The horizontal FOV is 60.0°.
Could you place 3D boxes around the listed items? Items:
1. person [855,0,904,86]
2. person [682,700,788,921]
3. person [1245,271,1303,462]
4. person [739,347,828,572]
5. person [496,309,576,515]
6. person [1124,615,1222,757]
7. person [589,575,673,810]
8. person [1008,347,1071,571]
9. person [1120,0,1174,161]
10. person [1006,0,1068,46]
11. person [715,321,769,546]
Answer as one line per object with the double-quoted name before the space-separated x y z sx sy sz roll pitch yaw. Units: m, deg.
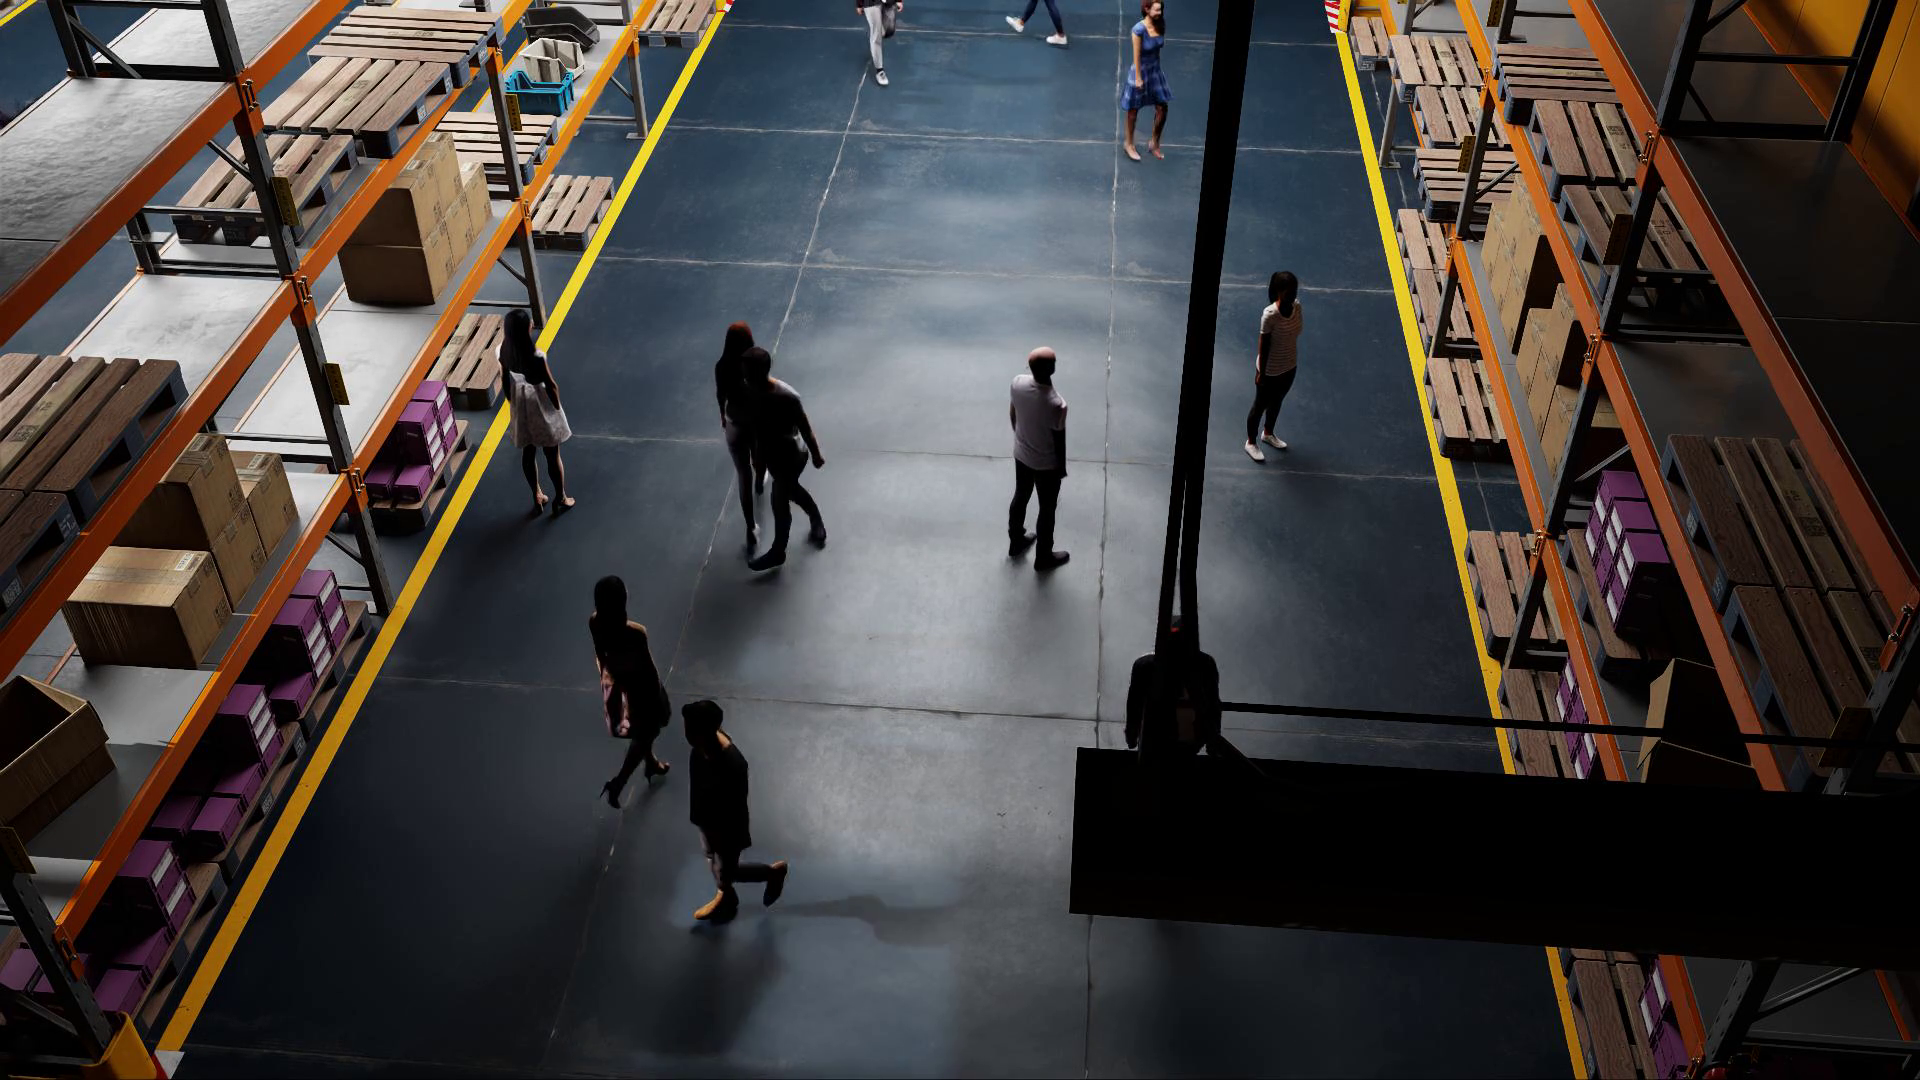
"person" -0.959 -6.284 19.148 0.977 1.929 1.176 -12 40 -14
"person" -1.311 1.533 9.542 0.929 1.702 0.889 -22 44 -25
"person" 2.516 -1.406 13.266 0.657 1.646 0.713 -26 46 -29
"person" -1.226 -0.649 12.192 1.061 1.805 1.171 23 44 26
"person" -3.227 -0.970 12.618 0.682 1.774 0.673 8 39 10
"person" 1.256 1.131 9.928 0.834 1.848 1.243 -3 39 -4
"person" -2.049 0.972 10.195 0.821 1.763 0.998 17 42 20
"person" 0.558 -0.611 12.124 0.794 1.830 0.745 -30 48 -32
"person" 1.874 -4.834 17.444 0.843 1.790 0.903 -27 46 -29
"person" 1.081 -6.771 19.918 1.008 1.730 1.136 20 43 24
"person" -1.595 -0.764 12.431 0.644 1.685 1.181 0 39 1
